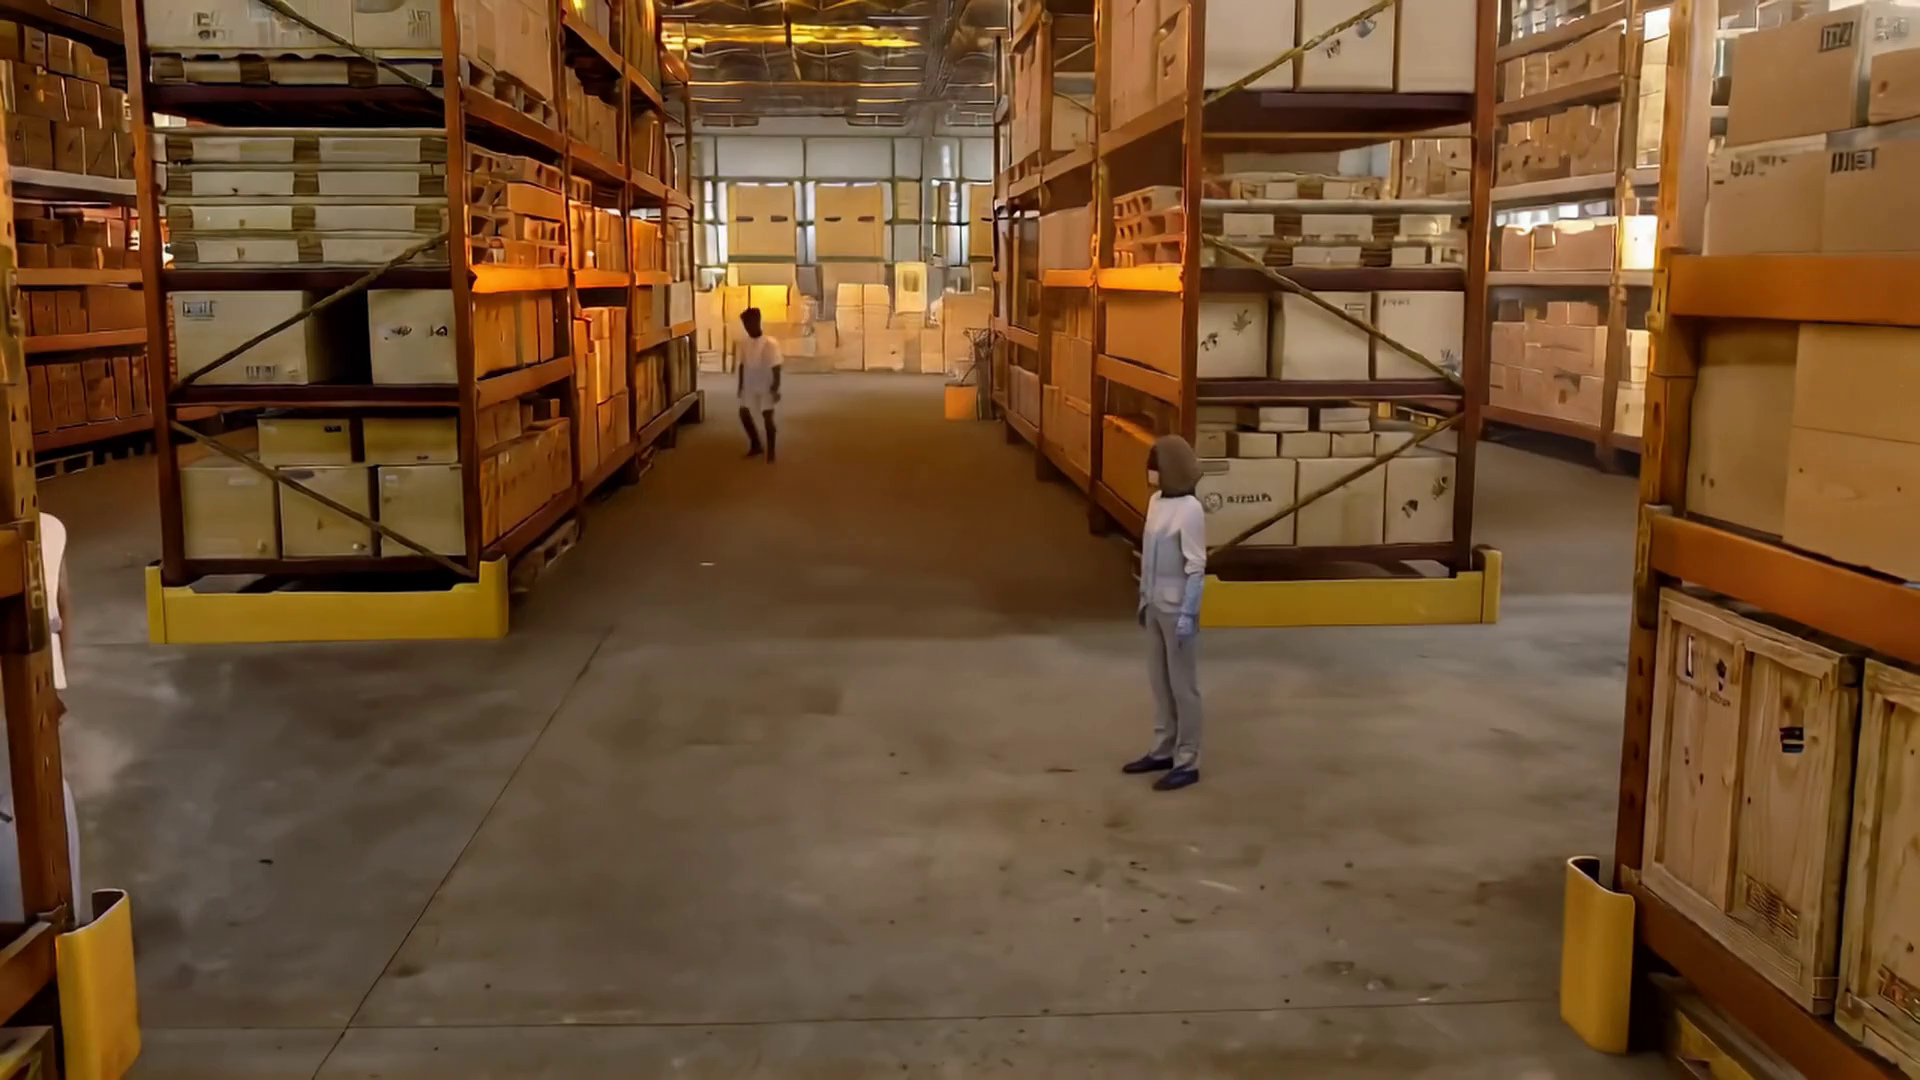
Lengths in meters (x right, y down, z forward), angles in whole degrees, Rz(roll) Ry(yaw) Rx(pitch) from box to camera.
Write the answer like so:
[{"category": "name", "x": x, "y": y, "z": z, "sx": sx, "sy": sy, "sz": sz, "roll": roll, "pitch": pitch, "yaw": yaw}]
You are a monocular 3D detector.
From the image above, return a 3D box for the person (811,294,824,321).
[{"category": "person", "x": -4.934, "y": -7.638, "z": 57.386, "sx": 0.496, "sy": 1.725, "sz": 0.440, "roll": -7, "pitch": 11, "yaw": -37}]

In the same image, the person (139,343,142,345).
[{"category": "person", "x": -28.184, "y": -7.601, "z": 56.402, "sx": 0.591, "sy": 1.975, "sz": 0.626, "roll": -1, "pitch": 9, "yaw": -8}]

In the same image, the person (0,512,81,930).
[{"category": "person", "x": -3.249, "y": 0.550, "z": 5.633, "sx": 0.390, "sy": 1.840, "sz": 0.565, "roll": 3, "pitch": 10, "yaw": 19}]

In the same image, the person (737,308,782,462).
[{"category": "person", "x": -2.535, "y": -1.942, "z": 20.942, "sx": 0.727, "sy": 1.941, "sz": 0.477, "roll": 4, "pitch": 10, "yaw": 25}]

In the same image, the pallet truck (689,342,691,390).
[{"category": "pallet truck", "x": -5.225, "y": -3.008, "z": 27.480, "sx": 1.885, "sy": 1.965, "sz": 0.823, "roll": 2, "pitch": 9, "yaw": 14}]

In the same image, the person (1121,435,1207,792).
[{"category": "person", "x": 0.959, "y": 0.331, "z": 7.652, "sx": 0.288, "sy": 1.634, "sz": 0.499, "roll": -3, "pitch": 10, "yaw": -19}]

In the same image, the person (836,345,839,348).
[{"category": "person", "x": -3.539, "y": -7.212, "z": 54.250, "sx": 1.041, "sy": 1.895, "sz": 0.639, "roll": -2, "pitch": 9, "yaw": -14}]

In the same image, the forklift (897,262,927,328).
[{"category": "forklift", "x": -1.725, "y": -8.419, "z": 58.697, "sx": 1.129, "sy": 2.768, "sz": 1.873, "roll": -1, "pitch": 9, "yaw": -4}]
